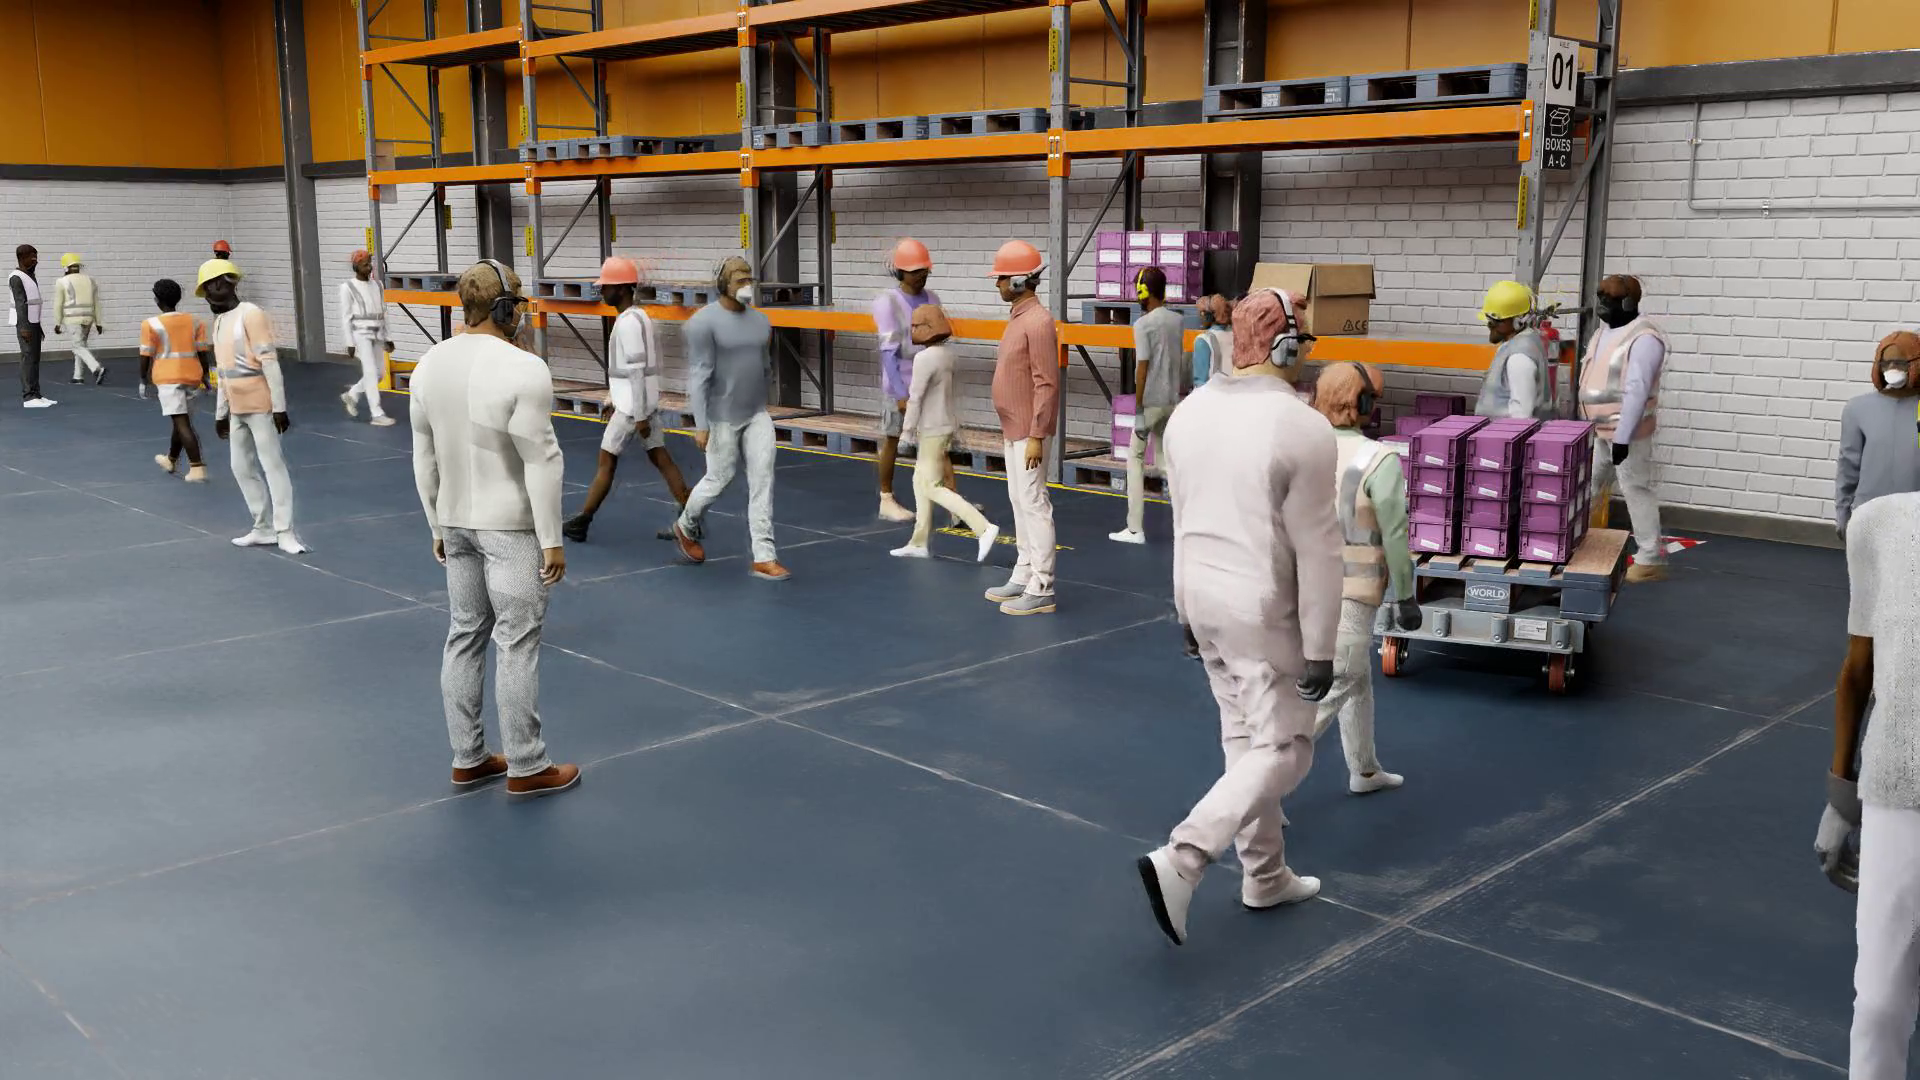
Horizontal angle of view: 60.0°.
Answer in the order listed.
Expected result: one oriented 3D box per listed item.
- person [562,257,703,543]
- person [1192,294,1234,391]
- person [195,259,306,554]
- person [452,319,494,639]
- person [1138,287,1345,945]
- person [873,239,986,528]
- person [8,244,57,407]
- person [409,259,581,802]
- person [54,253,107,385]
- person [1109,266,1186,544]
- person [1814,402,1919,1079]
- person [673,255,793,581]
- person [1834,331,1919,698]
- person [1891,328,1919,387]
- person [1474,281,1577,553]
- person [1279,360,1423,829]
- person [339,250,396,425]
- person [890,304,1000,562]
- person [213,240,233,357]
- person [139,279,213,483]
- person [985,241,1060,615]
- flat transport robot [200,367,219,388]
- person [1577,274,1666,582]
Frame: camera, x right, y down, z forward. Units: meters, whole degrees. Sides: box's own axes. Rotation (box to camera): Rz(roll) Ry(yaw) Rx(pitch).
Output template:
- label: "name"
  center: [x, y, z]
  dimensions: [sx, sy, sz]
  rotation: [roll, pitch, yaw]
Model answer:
- label: "person"
  center: [-2.206, -0.908, 10.944]
  dimensions: [1.038, 1.879, 0.555]
  rotation: [0, 10, -1]
- label: "person"
  center: [1.714, -0.865, 11.380]
  dimensions: [0.471, 1.618, 0.553]
  rotation: [10, 14, 43]
- label: "person"
  center: [-4.502, -0.840, 10.604]
  dimensions: [0.757, 1.875, 0.374]
  rotation: [8, 13, 38]
- label: "person"
  center: [-2.362, -0.301, 8.337]
  dimensions: [0.426, 1.614, 0.514]
  rotation: [1, 10, 5]
- label: "person"
  center: [0.800, 0.228, 4.754]
  dimensions: [0.749, 1.883, 0.649]
  rotation: [-6, 12, -32]
- label: "person"
  center: [-0.267, -1.047, 11.399]
  dimensions: [0.630, 1.981, 1.047]
  rotation: [-10, 14, -43]
- label: "person"
  center: [-11.017, -2.530, 19.683]
  dimensions: [0.392, 1.916, 0.591]
  rotation: [-3, 11, -15]
- label: "person"
  center: [-1.675, -0.029, 5.983]
  dimensions: [0.634, 1.937, 0.355]
  rotation: [6, 12, 29]
- label: "person"
  center: [-11.844, -2.966, 22.415]
  dimensions: [0.826, 1.801, 0.615]
  rotation: [5, 12, 26]
- label: "person"
  center: [1.348, -0.858, 10.817]
  dimensions: [0.531, 1.832, 0.683]
  rotation: [-10, 14, -42]
- label: "person"
  center: [1.976, 0.514, 3.258]
  dimensions: [0.505, 1.857, 0.705]
  rotation: [10, 14, 42]
- label: "person"
  center: [-1.379, -0.731, 9.885]
  dimensions: [0.879, 1.914, 0.637]
  rotation: [10, 14, 42]
- label: "person"
  center: [4.132, -0.115, 7.325]
  dimensions: [0.517, 1.615, 0.496]
  rotation: [9, 13, 39]
- label: "person"
  center: [5.236, -0.476, 8.777]
  dimensions: [0.659, 1.824, 0.542]
  rotation: [6, 12, 29]
- label: "person"
  center: [3.137, -0.531, 9.151]
  dimensions: [0.756, 1.781, 0.630]
  rotation: [4, 11, 23]
- label: "person"
  center: [1.284, 0.180, 5.760]
  dimensions: [0.822, 1.602, 0.512]
  rotation: [-5, 11, -25]
- label: "person"
  center: [-6.385, -2.165, 17.810]
  dimensions: [0.730, 1.870, 0.588]
  rotation: [4, 11, 23]
- label: "person"
  center: [-0.100, -0.649, 10.264]
  dimensions: [0.697, 1.605, 0.493]
  rotation: [3, 11, 17]
- label: "person"
  center: [-12.185, -3.984, 27.553]
  dimensions: [0.552, 1.935, 0.373]
  rotation: [8, 13, 37]
- label: "person"
  center: [-6.510, -1.308, 13.692]
  dimensions: [0.864, 1.651, 0.553]
  rotation: [6, 12, 31]
- label: "person"
  center: [0.336, -0.597, 8.932]
  dimensions: [0.389, 1.990, 0.622]
  rotation: [-2, 11, -11]
- label: "flat transport robot"
  center: [-10.177, -2.170, 22.204]
  dimensions: [0.652, 0.197, 1.431]
  rotation: [-7, 13, -35]
- label: "person"
  center: [3.734, -0.631, 9.650]
  dimensions: [0.870, 1.793, 0.635]
  rotation: [-2, 11, -9]
